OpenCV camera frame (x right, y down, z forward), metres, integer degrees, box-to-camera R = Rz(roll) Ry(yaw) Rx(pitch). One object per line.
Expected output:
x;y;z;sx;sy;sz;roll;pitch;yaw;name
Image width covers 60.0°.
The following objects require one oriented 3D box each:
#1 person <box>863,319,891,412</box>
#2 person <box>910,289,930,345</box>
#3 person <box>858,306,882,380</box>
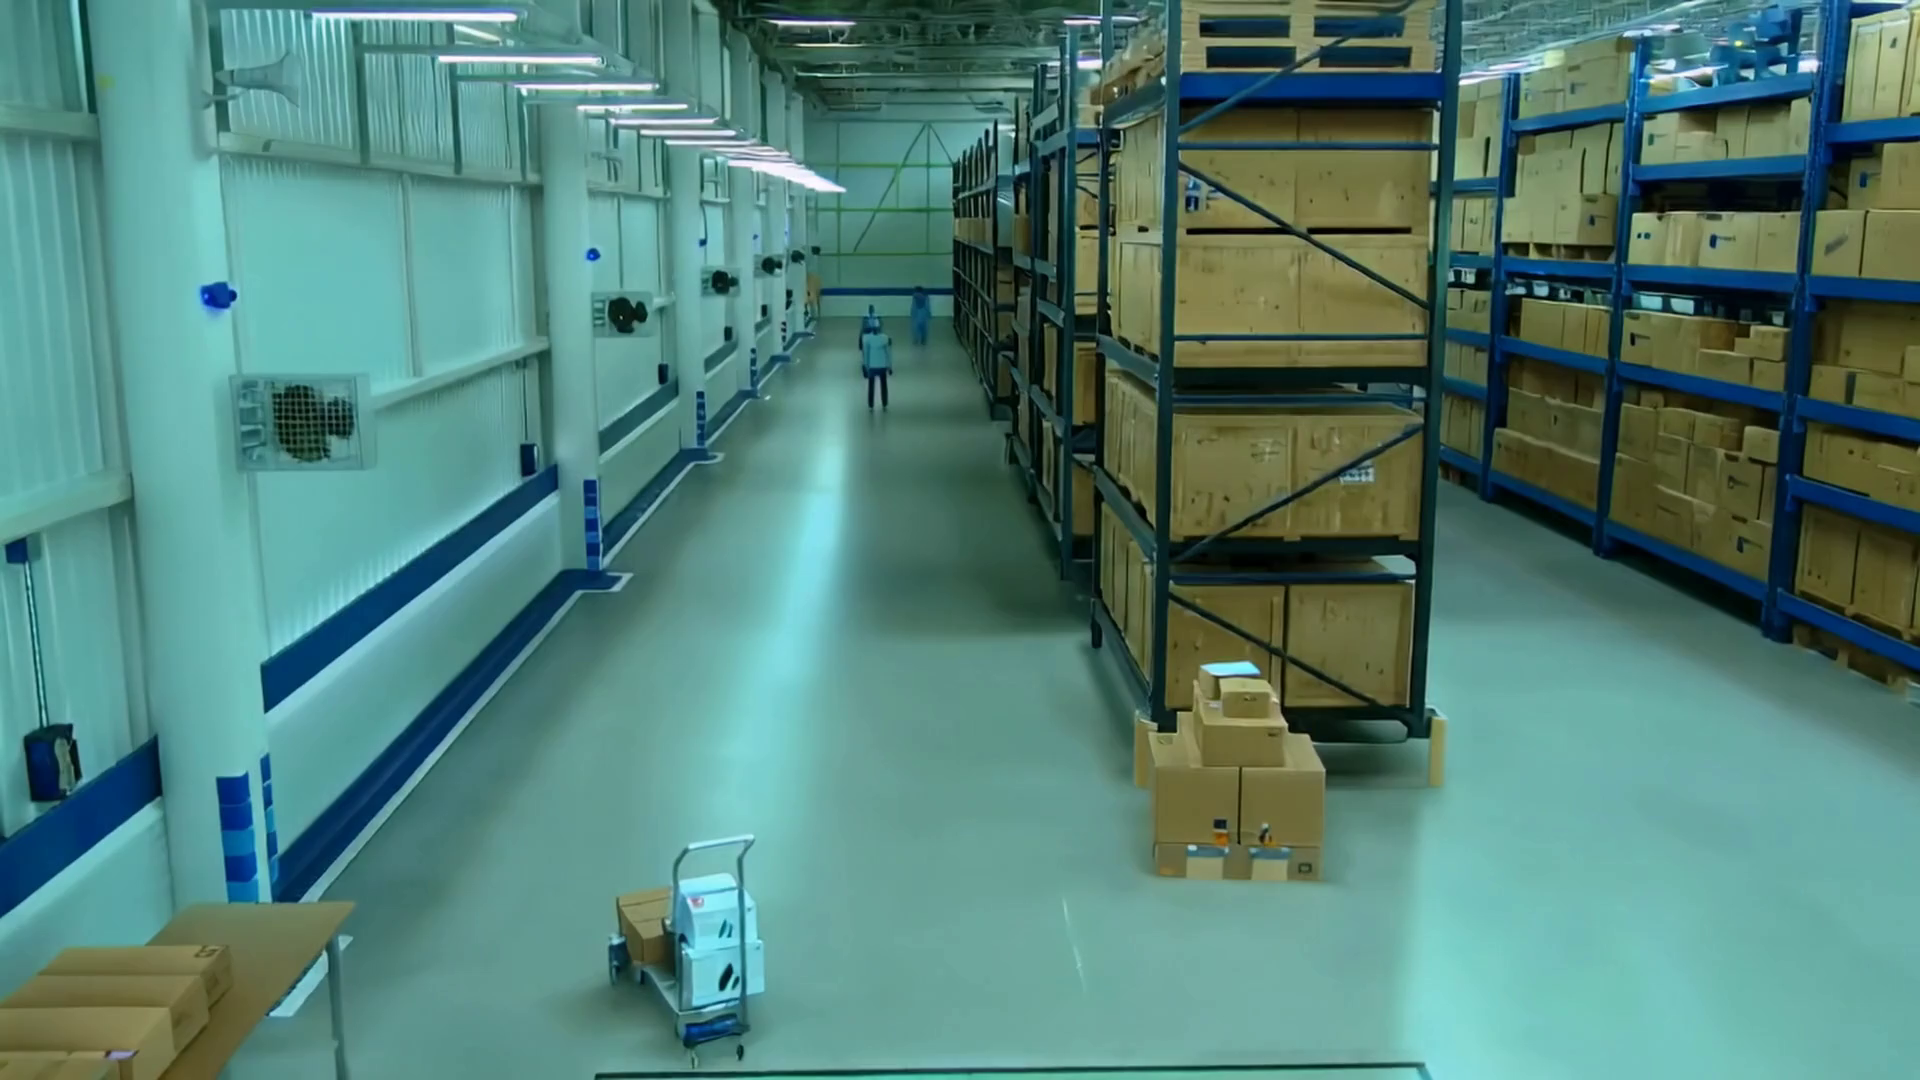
-1.773;-3.737;35.631;0.613;1.988;0.404;-1;11;-3;person
-1.313;-7.323;54.631;0.667;1.847;1.005;1;11;4;person
-2.302;-5.042;42.629;0.601;1.906;0.411;-2;11;-10;person
